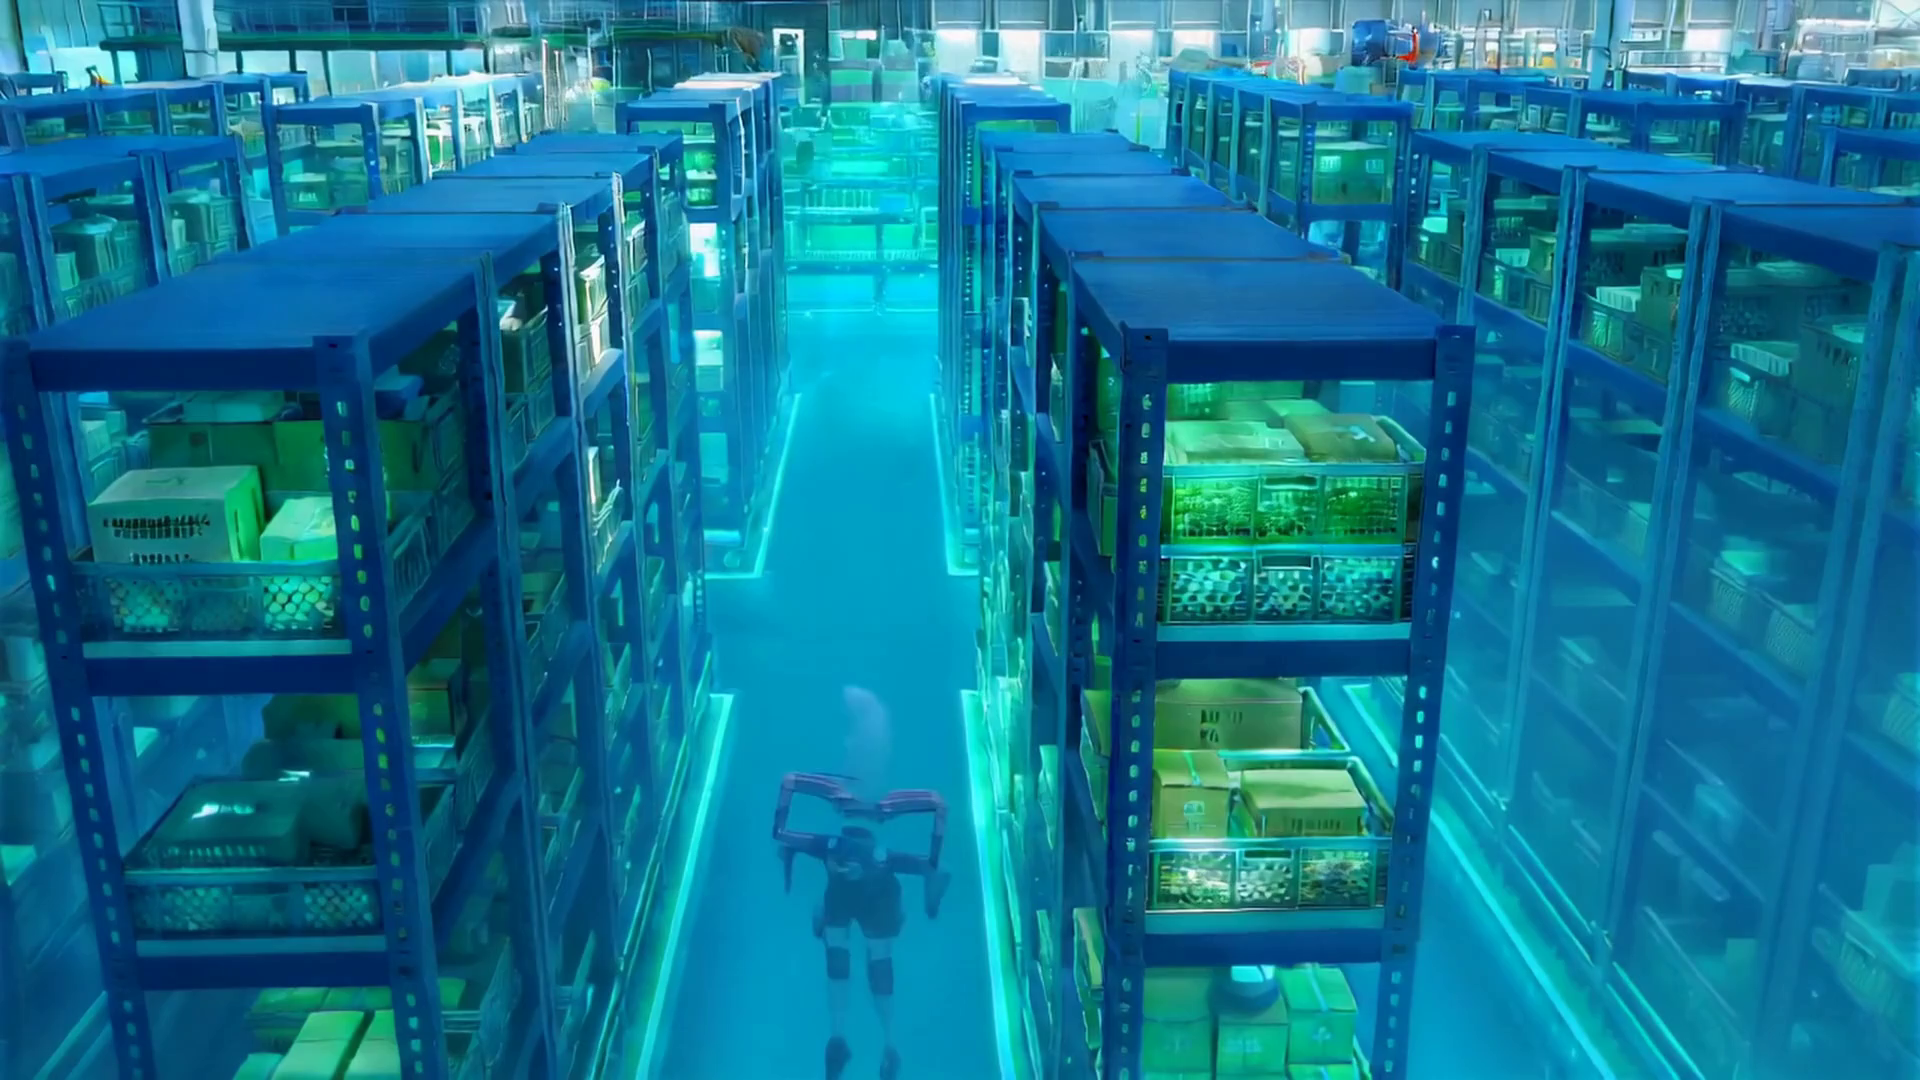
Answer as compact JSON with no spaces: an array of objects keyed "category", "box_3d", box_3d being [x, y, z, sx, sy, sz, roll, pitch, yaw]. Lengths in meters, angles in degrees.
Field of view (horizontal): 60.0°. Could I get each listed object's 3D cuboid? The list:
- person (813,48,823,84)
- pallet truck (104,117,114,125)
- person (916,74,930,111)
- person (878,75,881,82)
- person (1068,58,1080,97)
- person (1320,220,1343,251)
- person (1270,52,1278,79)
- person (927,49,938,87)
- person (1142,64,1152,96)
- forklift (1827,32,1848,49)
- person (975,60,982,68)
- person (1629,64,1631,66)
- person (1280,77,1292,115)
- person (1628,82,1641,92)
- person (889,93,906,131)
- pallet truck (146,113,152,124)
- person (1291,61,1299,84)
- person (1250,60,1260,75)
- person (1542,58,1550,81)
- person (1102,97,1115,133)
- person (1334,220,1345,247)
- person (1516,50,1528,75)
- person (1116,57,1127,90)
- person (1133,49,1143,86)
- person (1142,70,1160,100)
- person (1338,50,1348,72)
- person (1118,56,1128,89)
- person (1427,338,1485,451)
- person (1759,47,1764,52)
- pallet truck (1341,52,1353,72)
[{"category":"person","box_3d":[-7.862,-26.148,91.707,0.646,1.924,0.555,-11,21,-30]},{"category":"pallet truck","box_3d":[-18.367,-7.885,35.078,1.885,1.965,0.823,1,18,2]},{"category":"person","box_3d":[-1.395,-15.864,60.030,0.990,1.827,0.583,0,18,1]},{"category":"person","box_3d":[-4.143,-26.707,93.610,1.167,1.838,0.623,5,19,15]},{"category":"person","box_3d":[5.438,-21.978,78.998,0.804,1.817,0.621,-16,24,-40]},{"category":"person","box_3d":[4.206,-2.750,19.226,0.428,1.980,0.629,-15,23,-39]},{"category":"person","box_3d":[16.992,-25.340,89.524,0.790,1.734,0.528,-2,18,-6]},{"category":"person","box_3d":[-1.466,-25.108,88.500,0.646,1.920,1.094,-6,19,-17]},{"category":"person","box_3d":[7.304,-17.742,65.585,1.005,2.011,0.612,0,18,-1]},{"category":"forklift","box_3d":[46.023,-25.321,87.619,1.129,2.768,1.873,-1,18,-2]},{"category":"person","box_3d":[0.801,-20.392,73.977,0.980,1.882,0.603,-17,24,-42]},{"category":"person","box_3d":[31.447,-21.880,78.659,0.510,1.834,0.476,16,24,41]},{"category":"person","box_3d":[10.848,-14.362,55.220,0.551,1.933,0.377,-13,22,-34]},{"category":"person","box_3d":[24.011,-15.789,59.627,0.529,1.950,0.653,-8,19,-22]},{"category":"person","box_3d":[-1.844,-12.337,49.244,0.535,1.756,0.342,-6,19,-19]},{"category":"pallet truck","box_3d":[-18.087,-8.309,36.390,1.885,1.965,0.823,-1,18,-4]},{"category":"person","box_3d":[14.709,-20.070,73.001,0.329,1.865,0.508,17,24,42]},{"category":"person","box_3d":[13.329,-20.880,75.561,0.480,1.828,0.658,-6,19,-19]},{"category":"person","box_3d":[28.905,-22.912,82.025,0.756,1.717,0.494,-8,19,-22]},{"category":"person","box_3d":[4.157,-11.345,46.118,1.008,1.795,0.595,-16,24,-40]},{"category":"person","box_3d":[4.968,-3.439,21.527,0.973,1.862,0.648,6,19,17]},{"category":"person","box_3d":[30.338,-25.526,89.854,0.574,1.881,0.358,1,18,3]},{"category":"person","box_3d":[8.342,-23.870,85.088,0.892,1.646,0.543,-9,20,-25]},{"category":"person","box_3d":[9.620,-25.440,89.546,0.617,1.906,0.515,-14,23,-37]},{"category":"person","box_3d":[6.895,-15.990,60.088,0.688,2.000,0.962,-10,20,-28]},{"category":"person","box_3d":[19.920,-24.438,86.399,0.634,1.943,1.055,-4,18,-13]},{"category":"person","box_3d":[7.680,-21.494,77.316,0.805,1.913,0.658,-10,20,-28]},{"category":"person","box_3d":[4.061,-0.756,13.341,0.583,1.791,0.961,1,18,2]},{"category":"person","box_3d":[45.528,-27.052,94.517,0.631,1.919,0.566,-10,20,-27]},{"category":"pallet truck","box_3d":[18.794,-23.123,82.231,0.823,1.965,1.885,-13,22,-35]}]
